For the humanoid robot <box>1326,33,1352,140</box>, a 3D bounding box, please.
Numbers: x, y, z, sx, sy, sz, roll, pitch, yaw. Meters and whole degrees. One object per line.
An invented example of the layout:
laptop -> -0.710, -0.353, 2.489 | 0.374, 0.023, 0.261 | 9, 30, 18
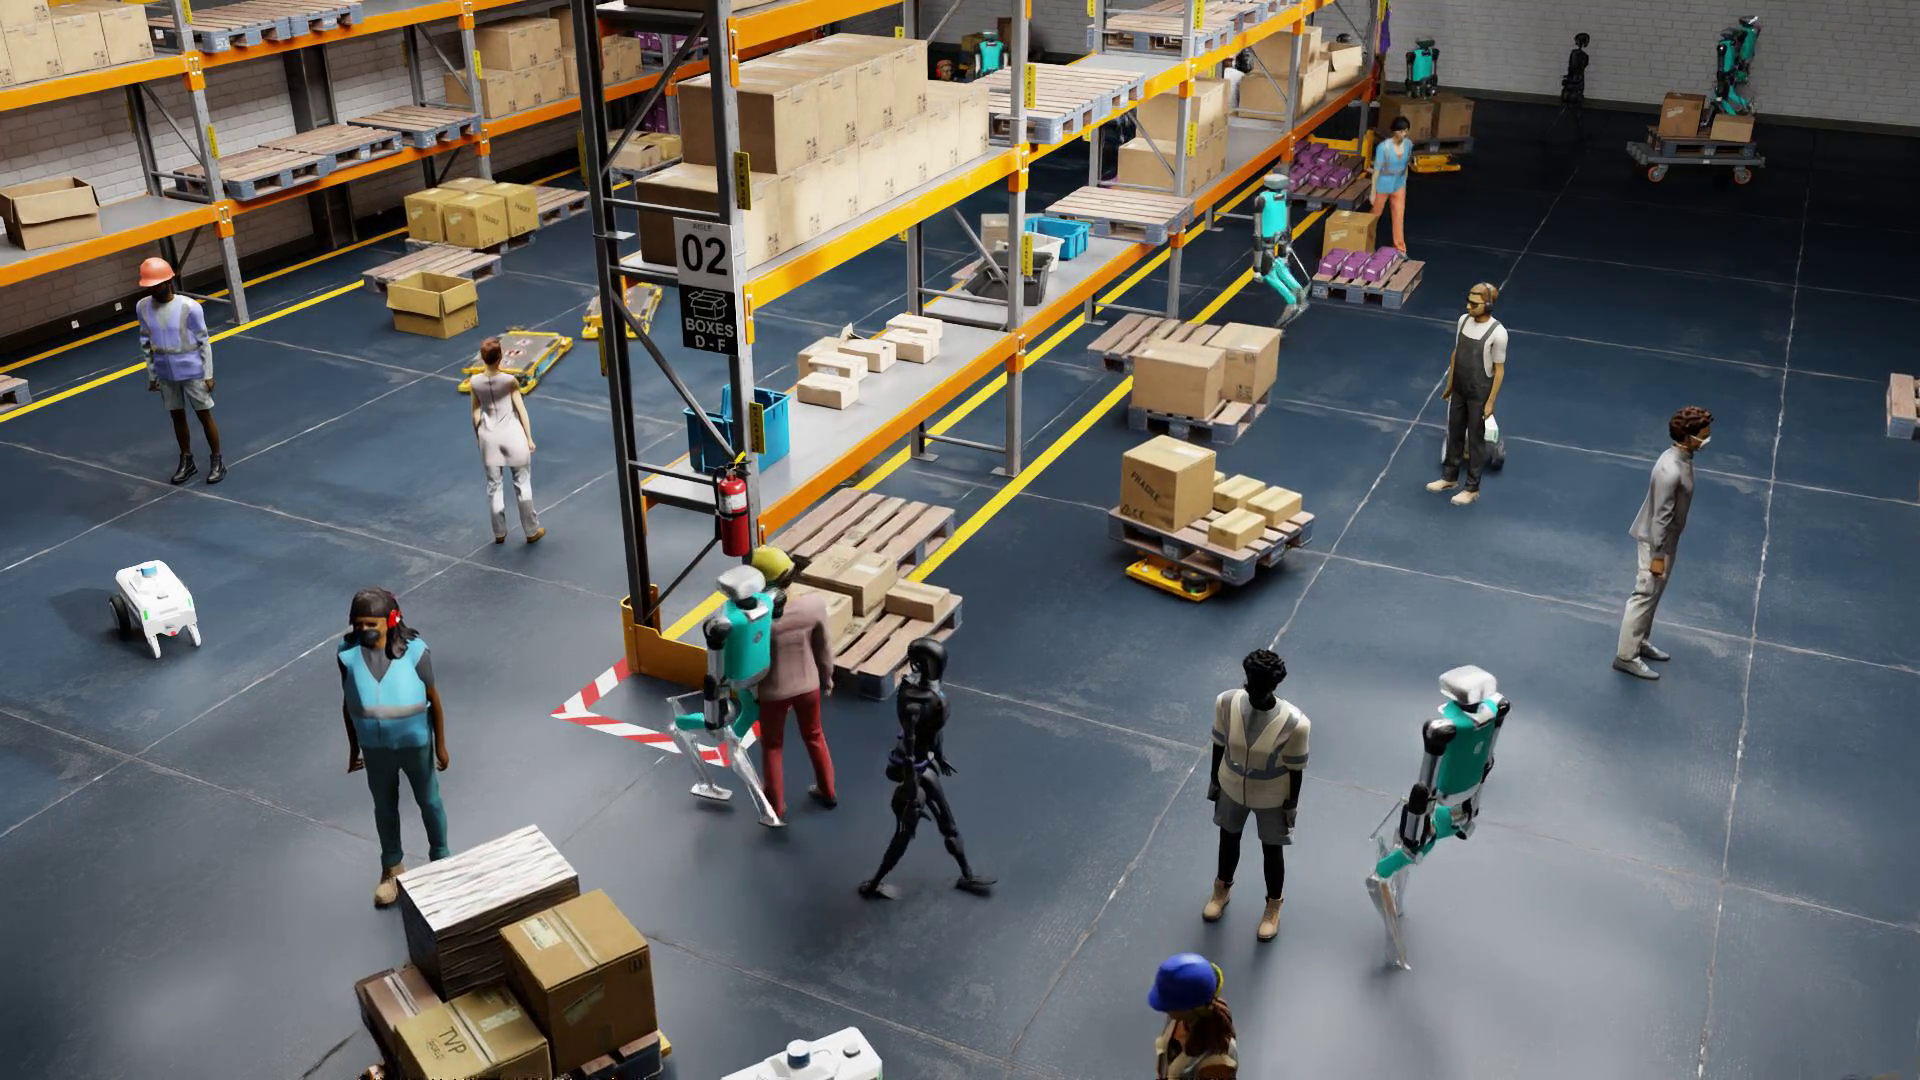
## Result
humanoid robot -> 5.562, -6.641, 24.603 | 0.376, 1.654, 0.588 | 8, 27, 16

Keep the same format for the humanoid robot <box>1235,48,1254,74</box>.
humanoid robot -> 4.248, -6.679, 24.727 | 0.627, 1.634, 0.616 | -2, 26, -3

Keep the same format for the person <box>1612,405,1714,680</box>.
person -> 4.612, 0.002, 10.950 | 0.402, 1.892, 0.535 | 15, 30, 27

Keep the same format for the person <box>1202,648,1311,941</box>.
person -> 1.517, 1.292, 8.567 | 0.531, 1.690, 0.322 | 15, 30, 28

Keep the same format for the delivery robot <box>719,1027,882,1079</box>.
delivery robot -> -0.735, 2.502, 7.409 | 0.775, 0.601, 0.499 | -14, 30, -27

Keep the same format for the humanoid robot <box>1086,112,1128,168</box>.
humanoid robot -> 2.072, -6.020, 23.395 | 0.601, 1.650, 0.608 | 17, 31, 31

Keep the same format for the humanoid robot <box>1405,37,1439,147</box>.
humanoid robot -> 6.656, -6.212, 23.671 | 0.560, 1.786, 0.720 | -12, 29, -23

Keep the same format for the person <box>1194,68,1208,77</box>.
person -> 3.572, -6.590, 24.313 | 0.566, 1.853, 0.806 | 9, 28, 17

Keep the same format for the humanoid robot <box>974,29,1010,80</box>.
humanoid robot -> 0.474, -6.453, 24.146 | 0.599, 1.768, 0.881 | 2, 26, 4

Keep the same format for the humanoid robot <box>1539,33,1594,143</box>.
humanoid robot -> 9.190, -6.766, 24.920 | 0.796, 1.635, 0.600 | -1, 26, -1

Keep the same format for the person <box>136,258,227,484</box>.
person -> -6.430, -1.382, 13.691 | 0.550, 1.936, 0.355 | 0, 26, 1

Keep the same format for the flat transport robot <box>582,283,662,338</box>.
flat transport robot -> -3.597, -2.462, 17.751 | 0.659, 0.231, 1.431 | -1, 26, -2

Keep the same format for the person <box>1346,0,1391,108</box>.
person -> 6.688, -8.035, 27.164 | 0.748, 1.907, 0.534 | 15, 30, 28

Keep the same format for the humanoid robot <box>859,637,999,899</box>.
humanoid robot -> -0.187, 1.231, 8.751 | 0.750, 1.622, 0.609 | 7, 27, 13

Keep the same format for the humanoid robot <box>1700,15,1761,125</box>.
humanoid robot -> 11.822, -7.222, 25.798 | 0.565, 1.834, 0.807 | -22, 34, -37

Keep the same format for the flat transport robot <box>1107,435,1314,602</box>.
flat transport robot -> 1.950, 0.056, 12.665 | 0.659, 0.231, 1.431 | 22, 34, 37

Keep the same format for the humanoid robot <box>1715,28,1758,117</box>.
humanoid robot -> 11.418, -6.625, 24.498 | 0.983, 1.725, 0.594 | 19, 32, 34

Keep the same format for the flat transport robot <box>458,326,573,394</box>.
flat transport robot -> -4.354, -1.767, 16.347 | 0.659, 0.231, 1.431 | 3, 26, 6

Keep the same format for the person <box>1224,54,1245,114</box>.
person -> 3.722, -5.984, 23.228 | 0.569, 1.722, 0.404 | 1, 26, 3

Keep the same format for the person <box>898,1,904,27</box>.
person -> -0.943, -9.433, 30.091 | 0.369, 1.824, 0.514 | 2, 26, 4

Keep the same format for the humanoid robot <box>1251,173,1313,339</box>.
humanoid robot -> 3.248, -2.760, 16.552 | 0.531, 1.673, 0.738 | -20, 33, -35

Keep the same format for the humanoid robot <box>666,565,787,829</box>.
humanoid robot -> -1.373, 0.850, 9.403 | 0.973, 1.722, 0.564 | 22, 34, 37

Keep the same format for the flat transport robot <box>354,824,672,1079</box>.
flat transport robot -> -2.147, 2.470, 7.790 | 1.431, 0.231, 0.659 | -18, 32, -32

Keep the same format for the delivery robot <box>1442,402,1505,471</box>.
delivery robot -> 4.423, -0.953, 14.373 | 0.499, 0.587, 0.789 | 4, 27, 7

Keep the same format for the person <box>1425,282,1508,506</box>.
person -> 4.108, -1.183, 13.390 | 0.332, 1.844, 0.517 | -14, 29, -25

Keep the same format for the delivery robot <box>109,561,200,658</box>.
delivery robot -> -5.603, 0.433, 11.590 | 0.499, 0.603, 0.794 | -20, 32, -34

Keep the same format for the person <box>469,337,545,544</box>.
person -> -3.490, -0.752, 12.729 | 0.450, 1.657, 0.283 | 1, 26, 2

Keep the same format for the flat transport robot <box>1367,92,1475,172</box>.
flat transport robot -> 6.622, -5.578, 24.045 | 0.659, 0.231, 1.431 | -5, 27, -9

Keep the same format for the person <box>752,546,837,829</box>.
person -> -0.988, 0.826, 9.454 | 0.553, 1.749, 0.359 | -14, 30, -26

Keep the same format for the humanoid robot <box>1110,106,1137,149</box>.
humanoid robot -> 2.406, -6.493, 24.316 | 0.477, 1.641, 0.604 | -7, 27, -13

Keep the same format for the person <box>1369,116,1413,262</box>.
person -> 5.044, -4.104, 19.457 | 0.525, 1.701, 0.888 | -6, 27, -11

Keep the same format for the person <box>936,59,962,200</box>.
person -> -0.218, -5.375, 21.853 | 0.563, 1.849, 0.389 | -18, 32, -32

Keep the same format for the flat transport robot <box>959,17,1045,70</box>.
flat transport robot -> 0.737, -8.569, 30.088 | 1.431, 0.231, 0.659 | 21, 33, 36

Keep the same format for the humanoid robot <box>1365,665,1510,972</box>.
humanoid robot -> 2.269, 1.343, 8.474 | 0.530, 1.805, 0.803 | -18, 31, -32

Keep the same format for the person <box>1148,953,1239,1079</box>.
person -> 0.888, 2.297, 6.453 | 0.392, 1.752, 0.496 | -6, 27, -12

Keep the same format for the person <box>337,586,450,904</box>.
person -> -2.972, 1.080, 8.798 | 0.519, 1.865, 0.391 | -2, 26, -4
